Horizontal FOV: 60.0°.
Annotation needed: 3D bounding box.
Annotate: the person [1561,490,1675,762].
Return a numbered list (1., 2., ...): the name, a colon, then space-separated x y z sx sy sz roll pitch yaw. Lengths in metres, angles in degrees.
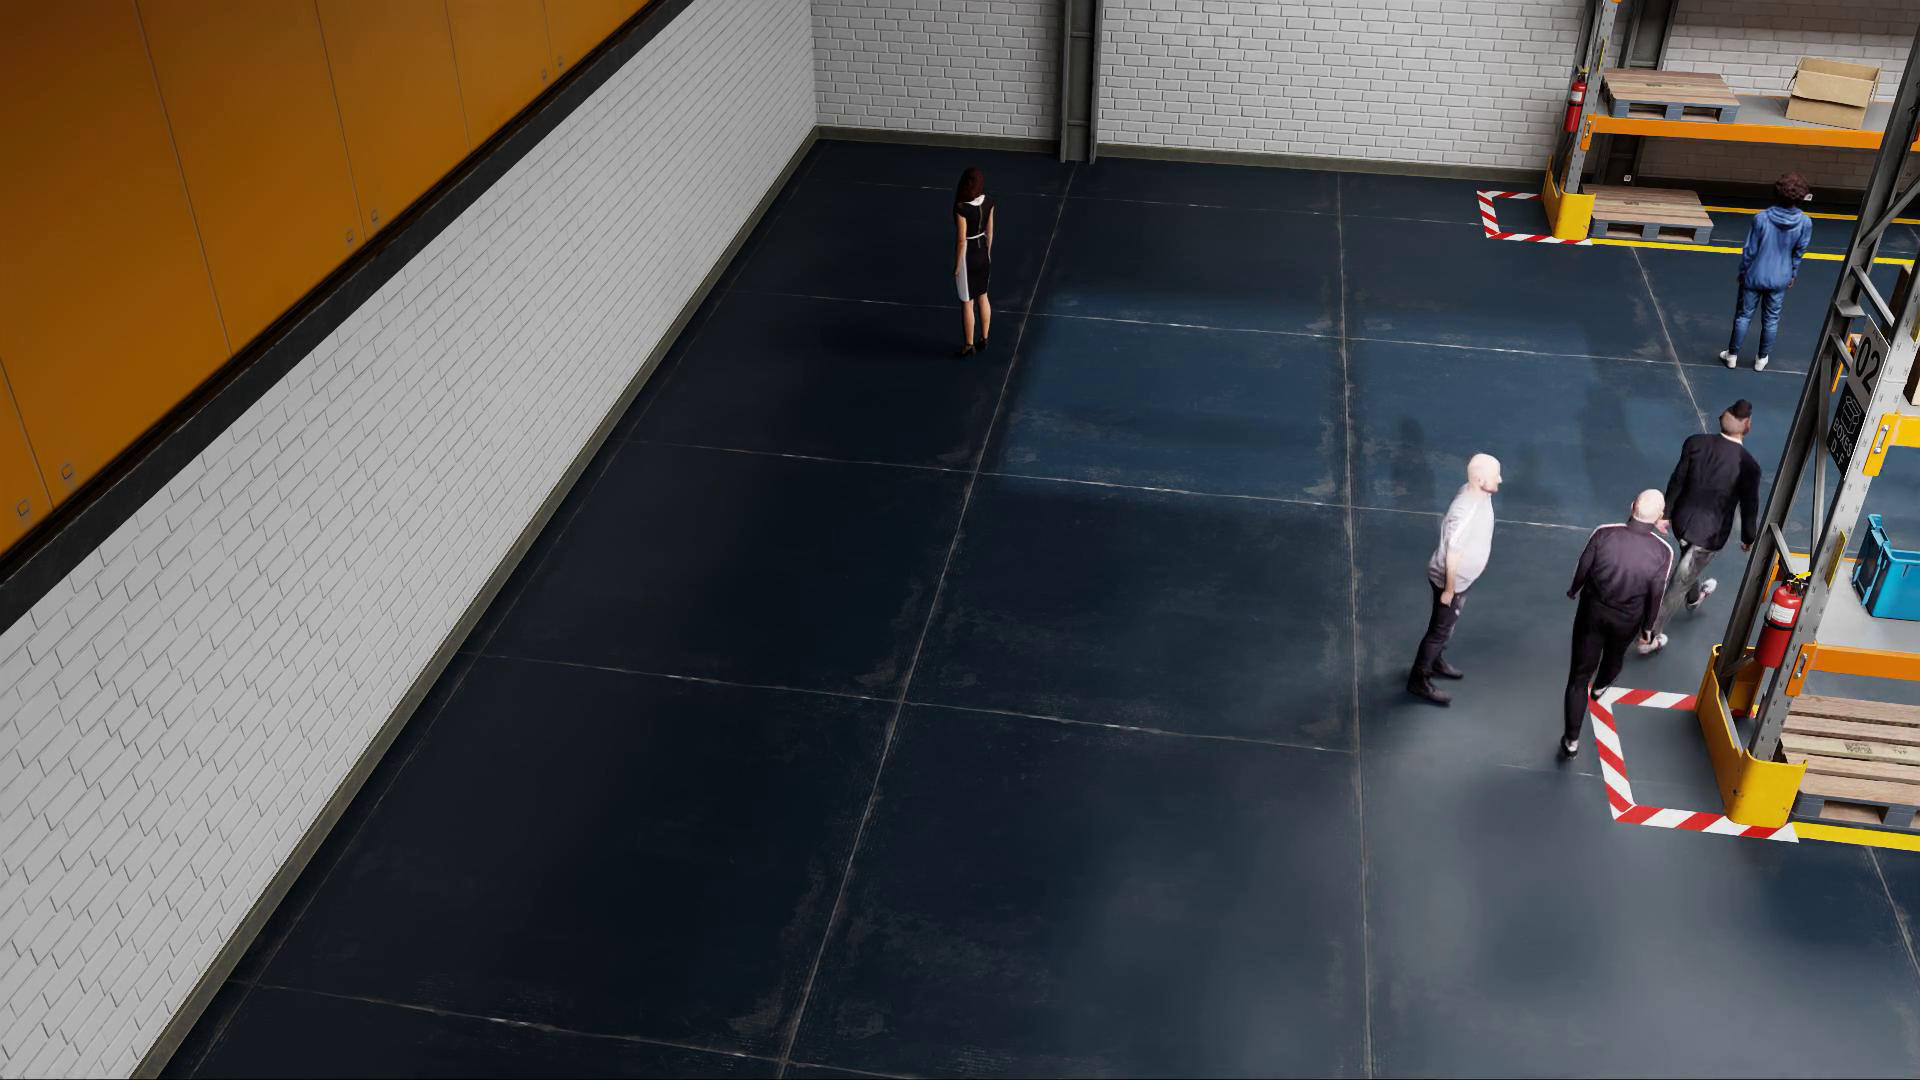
1. person: 3.998 0.560 10.300 1.239 1.778 0.939 13 36 18

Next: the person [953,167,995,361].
1. person: 0.119 -2.463 14.832 0.644 1.796 0.676 -26 42 -34

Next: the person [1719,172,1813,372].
1. person: 7.121 -2.359 14.661 0.532 1.811 0.754 10 35 14

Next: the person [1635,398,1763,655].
1. person: 4.904 -0.057 11.119 1.300 1.899 1.229 -21 39 -28

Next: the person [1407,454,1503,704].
1. person: 3.189 0.212 10.779 0.694 1.826 0.734 16 37 23
